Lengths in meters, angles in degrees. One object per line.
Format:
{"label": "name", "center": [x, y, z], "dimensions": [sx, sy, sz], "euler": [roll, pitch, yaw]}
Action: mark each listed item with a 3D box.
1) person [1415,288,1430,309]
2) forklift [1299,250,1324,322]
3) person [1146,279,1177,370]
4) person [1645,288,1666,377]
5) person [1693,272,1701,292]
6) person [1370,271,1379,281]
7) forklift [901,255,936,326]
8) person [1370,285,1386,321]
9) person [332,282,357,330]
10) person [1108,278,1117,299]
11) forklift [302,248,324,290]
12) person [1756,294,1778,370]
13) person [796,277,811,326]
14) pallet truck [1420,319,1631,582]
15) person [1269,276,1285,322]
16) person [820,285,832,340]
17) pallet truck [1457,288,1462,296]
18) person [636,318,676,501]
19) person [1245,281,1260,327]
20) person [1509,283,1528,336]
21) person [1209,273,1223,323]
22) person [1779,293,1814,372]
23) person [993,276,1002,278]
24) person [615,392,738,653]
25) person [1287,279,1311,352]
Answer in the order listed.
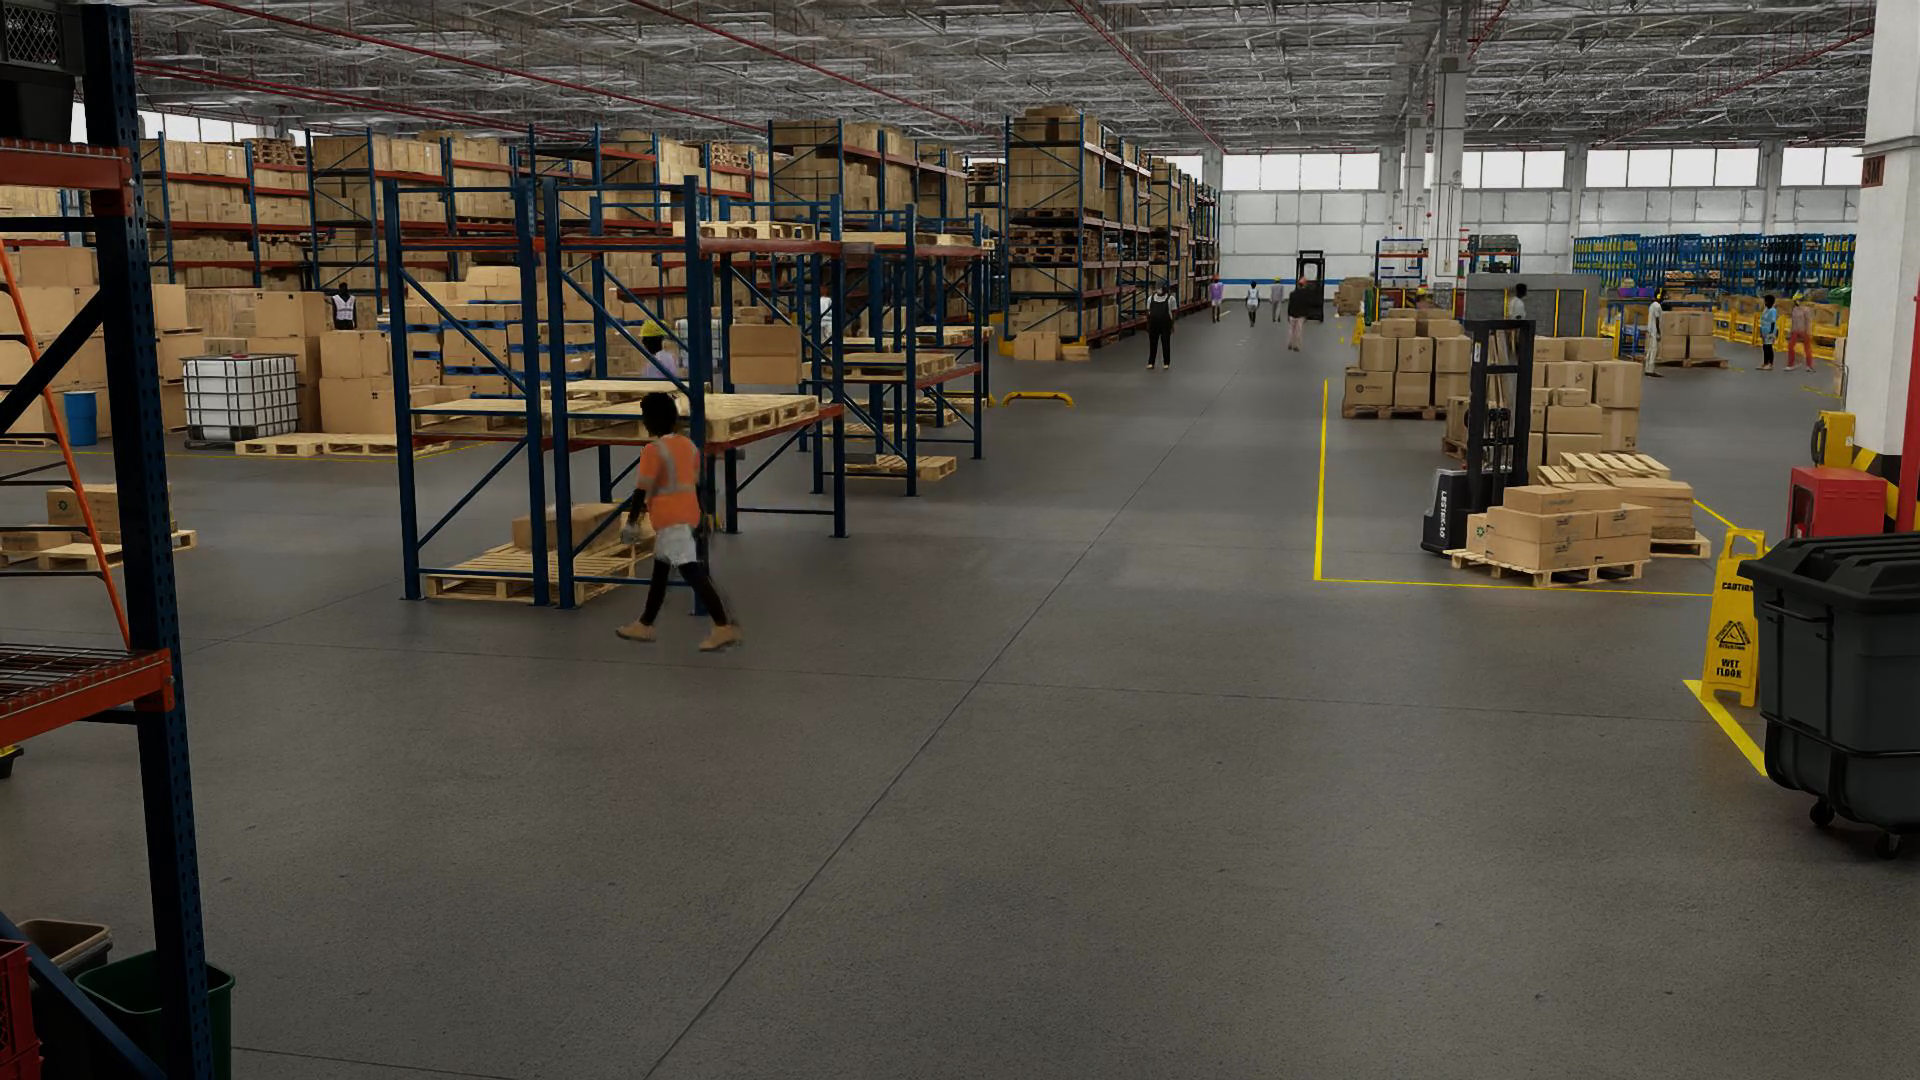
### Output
{"label": "person", "center": [11.365, -5.309, 40.966], "dimensions": [0.526, 1.757, 0.407], "euler": [-9, 13, -44]}
{"label": "forklift", "center": [13.778, -10.002, 65.433], "dimensions": [1.129, 2.768, 1.873], "euler": [2, 10, 12]}
{"label": "person", "center": [4.486, -4.837, 37.334], "dimensions": [0.688, 2.000, 0.536], "euler": [3, 10, 20]}
{"label": "person", "center": [14.658, -4.355, 35.007], "dimensions": [0.329, 1.864, 0.508], "euler": [1, 10, 7]}
{"label": "person", "center": [39.158, -13.361, 88.443], "dimensions": [0.637, 1.820, 0.592], "euler": [0, 10, 0]}
{"label": "person", "center": [20.686, -12.480, 82.894], "dimensions": [0.441, 1.933, 0.639], "euler": [9, 13, 43]}
{"label": "forklift", "center": [-1.145, -5.860, 40.905], "dimensions": [1.129, 2.768, 1.873], "euler": [2, 10, 12]}
{"label": "person", "center": [13.791, -7.573, 54.770], "dimensions": [0.518, 1.618, 0.422], "euler": [7, 12, 35]}
{"label": "person", "center": [-15.230, -5.419, 41.175], "dimensions": [0.592, 1.911, 0.385], "euler": [-8, 13, -41]}
{"label": "person", "center": [7.970, -13.177, 87.434], "dimensions": [0.627, 1.808, 0.932], "euler": [1, 10, 6]}
{"label": "forklift", "center": [-19.834, -7.671, 51.631], "dimensions": [1.129, 2.768, 1.873], "euler": [-3, 10, -18]}
{"label": "person", "center": [18.054, -4.631, 37.150], "dimensions": [0.320, 1.694, 0.536], "euler": [1, 10, 5]}
{"label": "person", "center": [-5.777, -8.771, 61.331], "dimensions": [0.900, 1.802, 0.639], "euler": [0, 10, 2]}
{"label": "pallet truck", "center": [4.543, -0.757, 13.299], "dimensions": [0.823, 1.965, 1.885], "euler": [-4, 10, -22]}
{"label": "person", "center": [12.511, -9.504, 65.635], "dimensions": [0.599, 1.817, 0.678], "euler": [1, 10, 8]}
{"label": "person", "center": [-3.237, -5.127, 39.569], "dimensions": [0.584, 1.863, 0.592], "euler": [1, 10, 6]}
{"label": "pallet truck", "center": [20.506, -9.785, 68.819], "dimensions": [0.653, 1.274, 1.630], "euler": [2, 10, 12]}
{"label": "person", "center": [-2.906, -1.245, 16.498], "dimensions": [0.829, 1.900, 0.590], "euler": [1, 10, 5]}
{"label": "person", "center": [10.734, -8.640, 60.951], "dimensions": [0.534, 1.669, 0.753], "euler": [0, 10, -2]}
{"label": "person", "center": [12.795, -4.939, 38.217], "dimensions": [0.526, 1.929, 0.625], "euler": [1, 10, 7]}
{"label": "person", "center": [9.988, -9.433, 64.908], "dimensions": [0.562, 1.918, 0.409], "euler": [2, 10, 9]}
{"label": "person", "center": [18.597, -4.588, 36.788], "dimensions": [0.589, 1.718, 0.603], "euler": [-3, 10, -17]}
{"label": "person", "center": [2.081, -14.138, 92.842], "dimensions": [0.557, 1.903, 0.938], "euler": [1, 10, 5]}
{"label": "person", "center": [-1.803, -0.112, 10.541], "dimensions": [0.908, 1.644, 0.538], "euler": [3, 10, 18]}
{"label": "person", "center": [9.132, -6.065, 44.919], "dimensions": [0.634, 1.929, 1.036], "euler": [0, 10, 1]}
